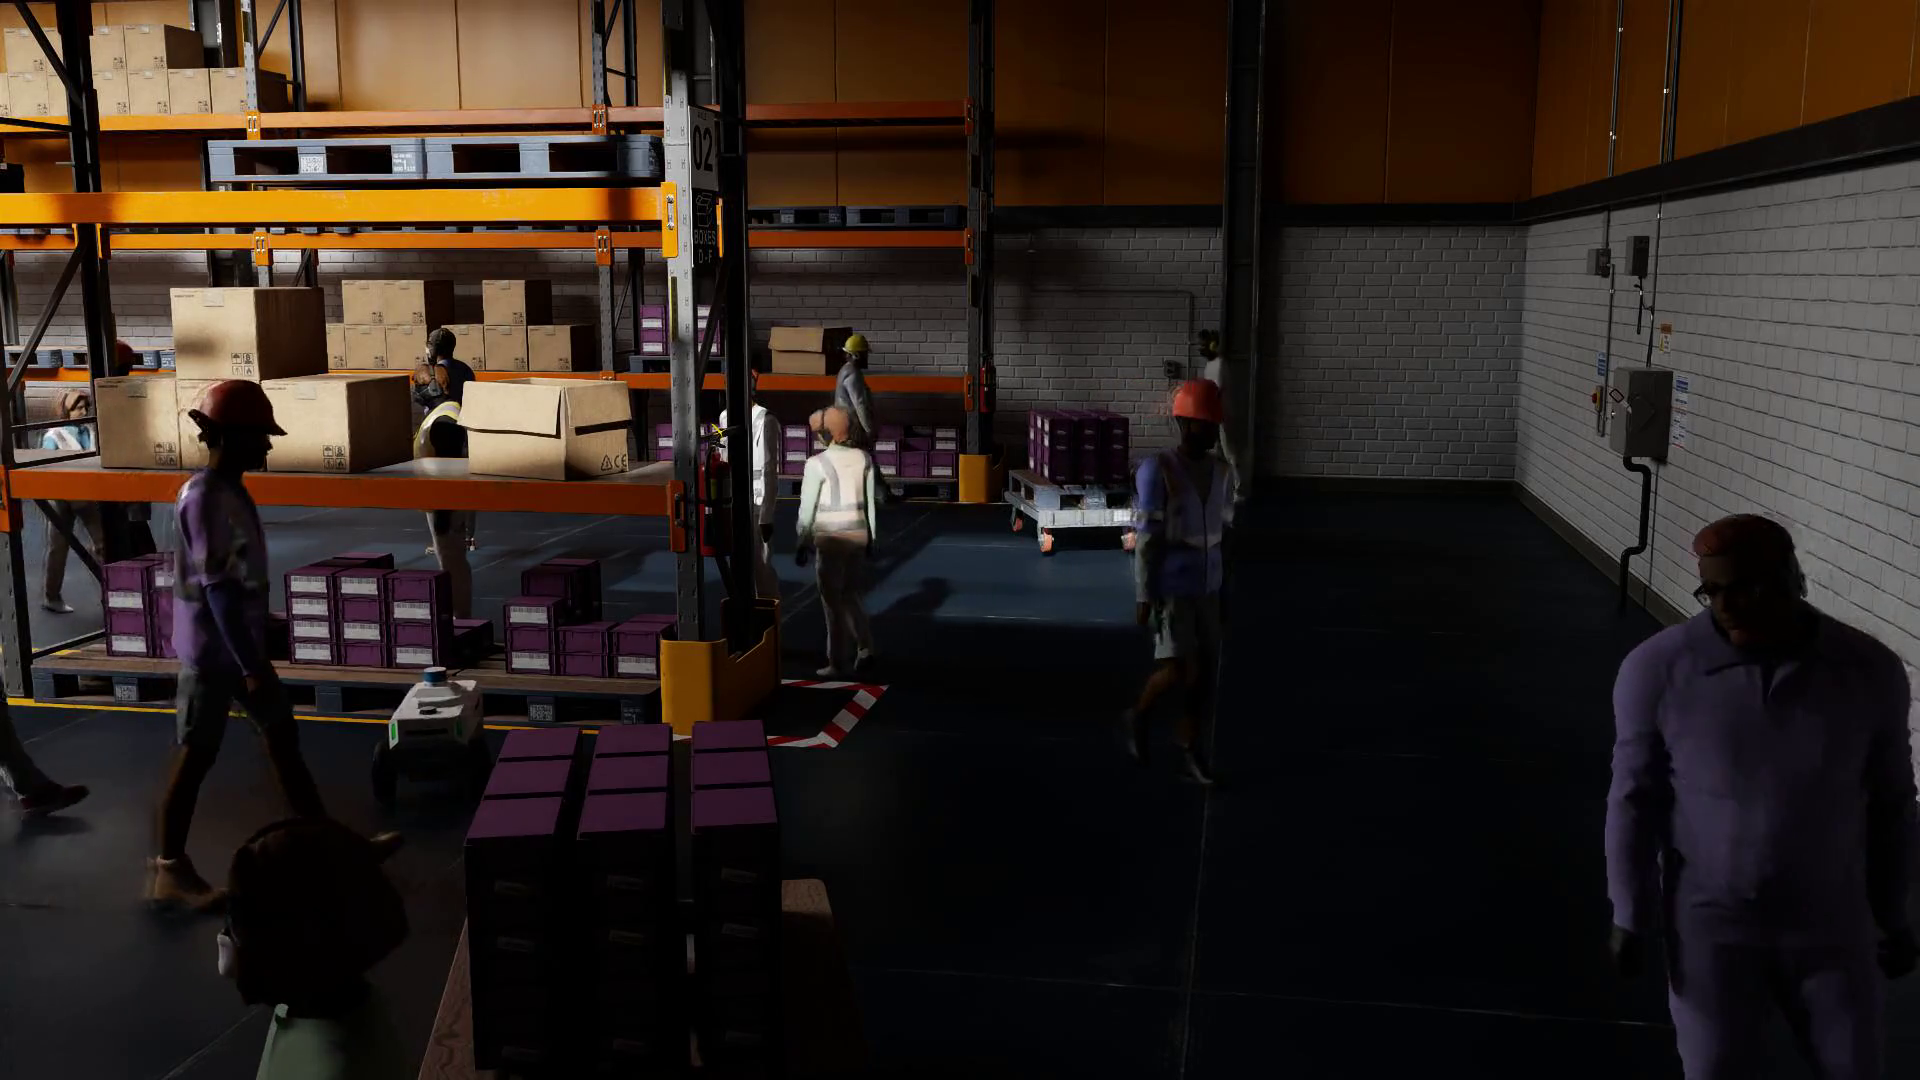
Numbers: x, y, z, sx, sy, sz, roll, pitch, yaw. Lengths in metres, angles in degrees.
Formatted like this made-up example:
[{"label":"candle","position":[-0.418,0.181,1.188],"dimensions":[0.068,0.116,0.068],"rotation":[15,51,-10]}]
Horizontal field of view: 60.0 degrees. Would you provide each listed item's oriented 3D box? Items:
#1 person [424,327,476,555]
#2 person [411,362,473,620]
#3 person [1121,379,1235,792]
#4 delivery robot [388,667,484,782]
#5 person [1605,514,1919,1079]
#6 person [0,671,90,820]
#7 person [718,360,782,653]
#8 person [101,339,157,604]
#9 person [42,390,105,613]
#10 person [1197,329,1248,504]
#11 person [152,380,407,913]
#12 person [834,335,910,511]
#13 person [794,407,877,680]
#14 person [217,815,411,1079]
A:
[{"label":"person","position":[-4.368,-0.836,14.189],"dimensions":[0.367,1.939,0.634],"rotation":[3,10,16]},{"label":"person","position":[-3.336,-0.222,10.713],"dimensions":[0.429,1.836,0.626],"rotation":[-3,10,-20]},{"label":"person","position":[1.037,0.206,7.775],"dimensions":[0.570,1.924,0.501],"rotation":[-6,11,-32]},{"label":"delivery robot","position":[-2.446,0.838,7.795],"dimensions":[0.477,0.478,0.707],"rotation":[-1,9,-9]},{"label":"person","position":[1.898,0.858,3.921],"dimensions":[0.735,1.864,0.423],"rotation":[2,9,14]},{"label":"person","position":[-4.368,0.343,7.108],"dimensions":[1.011,1.866,0.682],"rotation":[-3,10,-20]},{"label":"person","position":[-1.325,-0.192,10.401],"dimensions":[0.352,1.878,0.568],"rotation":[-7,11,-37]},{"label":"person","position":[-5.973,-0.467,11.887],"dimensions":[0.543,1.942,0.354],"rotation":[9,13,44]},{"label":"person","position":[-6.139,-0.251,11.623],"dimensions":[0.873,1.583,0.537],"rotation":[3,10,19]},{"label":"person","position":[2.549,-1.246,17.112],"dimensions":[1.005,1.810,0.537],"rotation":[-1,9,-9]},{"label":"person","position":[-2.640,0.409,6.257],"dimensions":[0.920,2.000,0.695],"rotation":[-1,9,-8]},{"label":"person","position":[-0.976,-1.137,16.523],"dimensions":[0.931,1.780,0.597],"rotation":[-1,9,-4]},{"label":"person","position":[-0.723,0.025,9.809],"dimensions":[0.350,1.623,0.529],"rotation":[7,12,39]},{"label":"person","position":[-0.955,1.203,2.523],"dimensions":[0.364,1.631,0.505],"rotation":[-6,11,-32]}]
